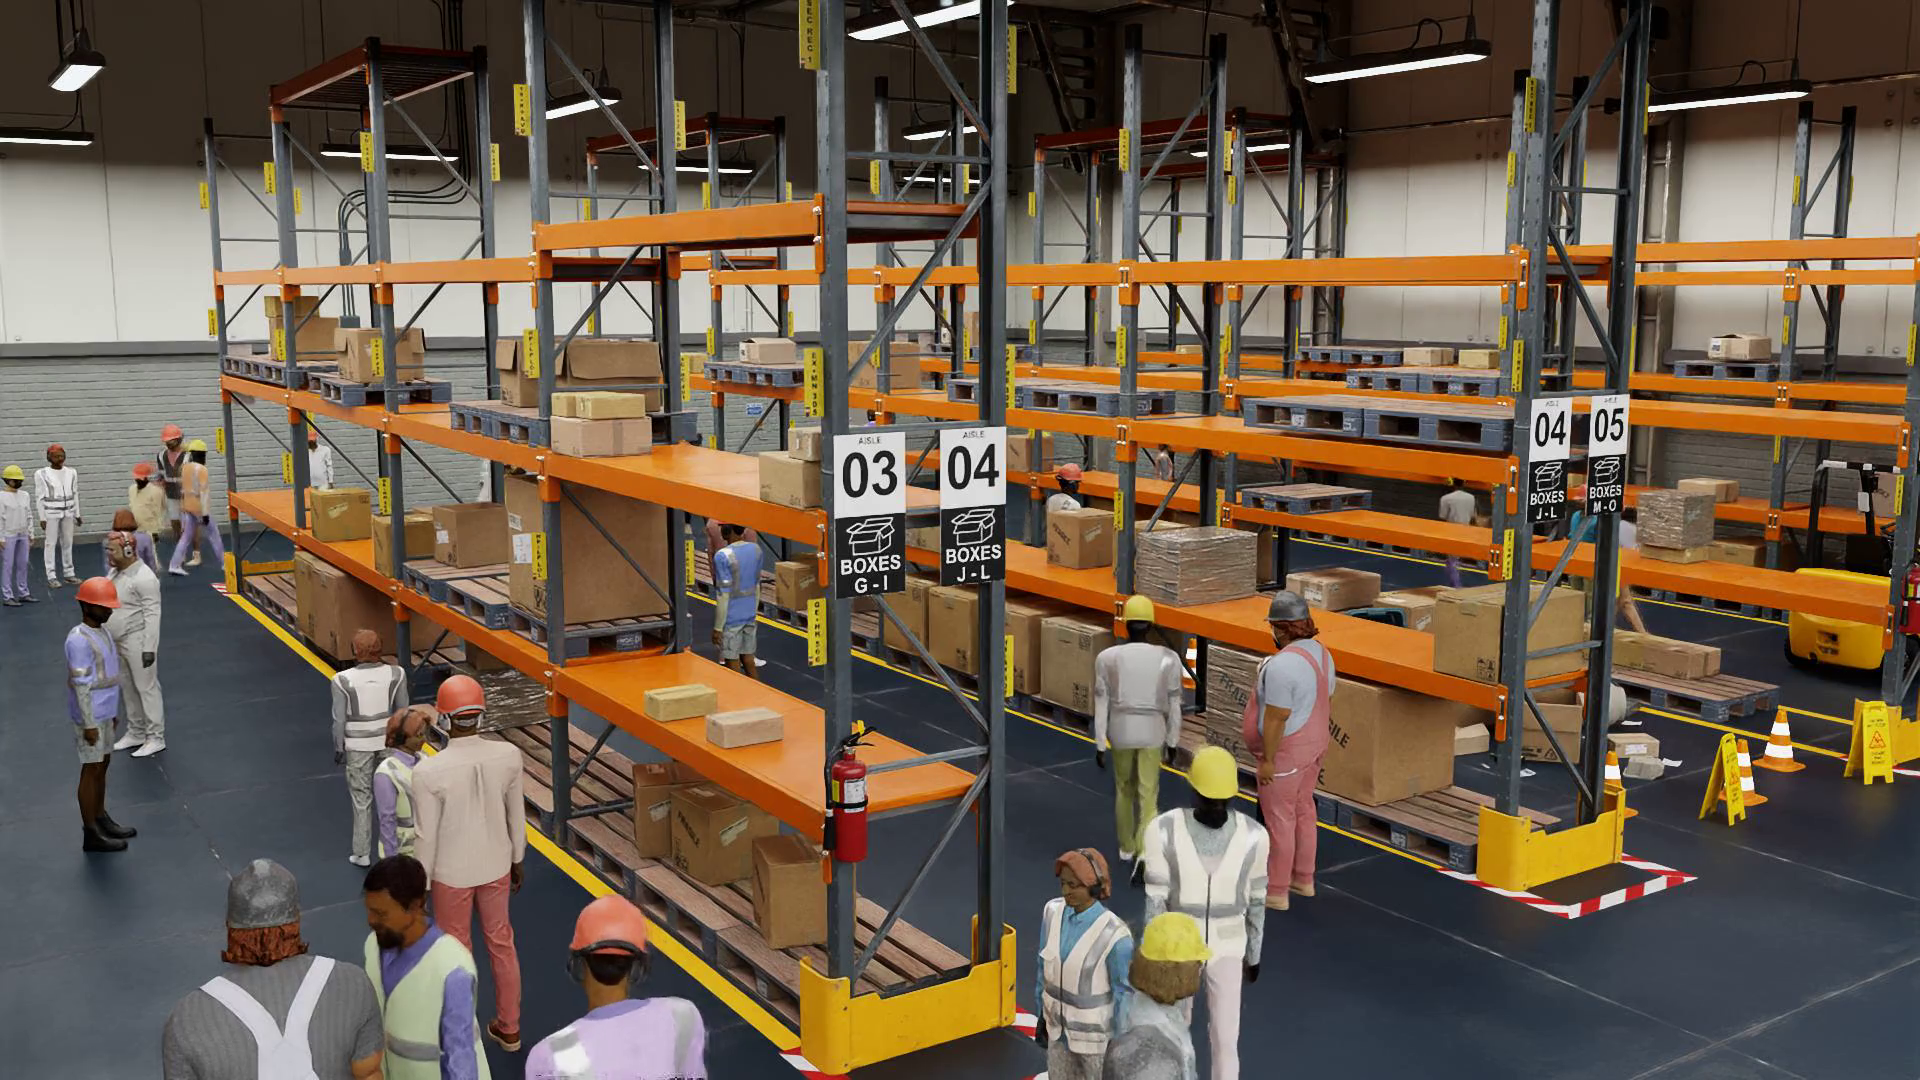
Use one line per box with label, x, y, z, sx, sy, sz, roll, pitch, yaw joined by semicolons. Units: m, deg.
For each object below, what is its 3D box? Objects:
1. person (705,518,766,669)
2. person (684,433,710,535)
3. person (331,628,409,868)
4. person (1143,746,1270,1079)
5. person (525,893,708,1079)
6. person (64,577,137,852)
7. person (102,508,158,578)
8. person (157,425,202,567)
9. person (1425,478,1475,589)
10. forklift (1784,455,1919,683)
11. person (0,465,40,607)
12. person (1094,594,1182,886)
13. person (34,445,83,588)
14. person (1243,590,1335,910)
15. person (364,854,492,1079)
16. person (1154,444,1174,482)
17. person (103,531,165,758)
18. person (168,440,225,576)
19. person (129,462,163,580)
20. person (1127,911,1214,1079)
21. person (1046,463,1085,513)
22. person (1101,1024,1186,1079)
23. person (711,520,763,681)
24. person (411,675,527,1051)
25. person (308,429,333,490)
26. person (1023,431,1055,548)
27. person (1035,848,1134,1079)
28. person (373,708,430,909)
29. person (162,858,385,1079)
person;-2.315;0.383;17.280;0.638;1.902;0.407;5;10;30
person;-4.182;-0.862;26.384;0.551;1.653;0.874;-4;10;-26
person;-3.996;1.408;11.314;0.523;1.639;0.306;-6;10;-33
person;1.120;1.829;7.655;0.578;1.892;0.875;0;9;2
person;-1.127;2.131;5.378;0.705;1.973;0.998;-7;11;-40
person;-6.032;1.211;11.678;0.385;1.927;0.545;-2;9;-11
person;-8.784;0.468;17.630;0.520;1.619;0.433;-4;10;-26
person;-11.064;-0.619;23.540;0.612;2.029;0.410;1;9;6
person;5.762;0.052;19.697;0.517;1.845;0.775;-5;10;-30
forklift;9.643;0.253;17.172;2.313;2.155;1.214;-6;10;-33
person;-11.722;-0.053;20.663;0.336;1.757;0.518;3;9;18
person;1.181;1.322;11.098;0.584;1.898;0.862;1;9;6
person;-11.922;-0.320;22.021;0.360;1.883;0.574;5;10;29
person;2.075;1.311;10.632;0.535;2.000;0.685;7;11;38
person;-1.959;2.059;6.132;0.596;1.907;0.390;7;11;39
person;3.202;-0.819;26.145;0.310;1.638;0.523;0;9;2
person;-6.988;0.872;14.005;0.643;1.908;0.399;6;11;37
person;-10.510;-0.445;22.925;0.591;1.872;1.002;6;10;35
person;-10.501;-0.140;21.414;0.588;1.695;0.383;5;10;28
person;0.645;2.164;5.977;0.507;1.733;0.489;0;9;2
person;1.172;0.171;18.267;0.419;2.034;0.604;-4;10;-27
person;0.459;2.248;4.391;0.689;2.000;0.537;-1;9;-4
person;-2.003;0.688;14.772;0.374;2.043;0.614;4;10;27
person;-2.490;1.665;8.425;0.388;1.992;0.625;8;12;43
person;-10.318;-0.934;26.594;0.574;1.738;0.352;-4;9;-23
person;1.207;-0.744;25.088;0.560;1.799;0.715;-4;10;-27
person;0.509;2.070;6.917;0.306;1.637;0.522;-7;11;-40
person;-3.037;1.731;9.174;0.311;1.638;0.514;1;9;8
person;-2.316;2.062;5.630;0.687;2.000;0.535;-6;10;-34
